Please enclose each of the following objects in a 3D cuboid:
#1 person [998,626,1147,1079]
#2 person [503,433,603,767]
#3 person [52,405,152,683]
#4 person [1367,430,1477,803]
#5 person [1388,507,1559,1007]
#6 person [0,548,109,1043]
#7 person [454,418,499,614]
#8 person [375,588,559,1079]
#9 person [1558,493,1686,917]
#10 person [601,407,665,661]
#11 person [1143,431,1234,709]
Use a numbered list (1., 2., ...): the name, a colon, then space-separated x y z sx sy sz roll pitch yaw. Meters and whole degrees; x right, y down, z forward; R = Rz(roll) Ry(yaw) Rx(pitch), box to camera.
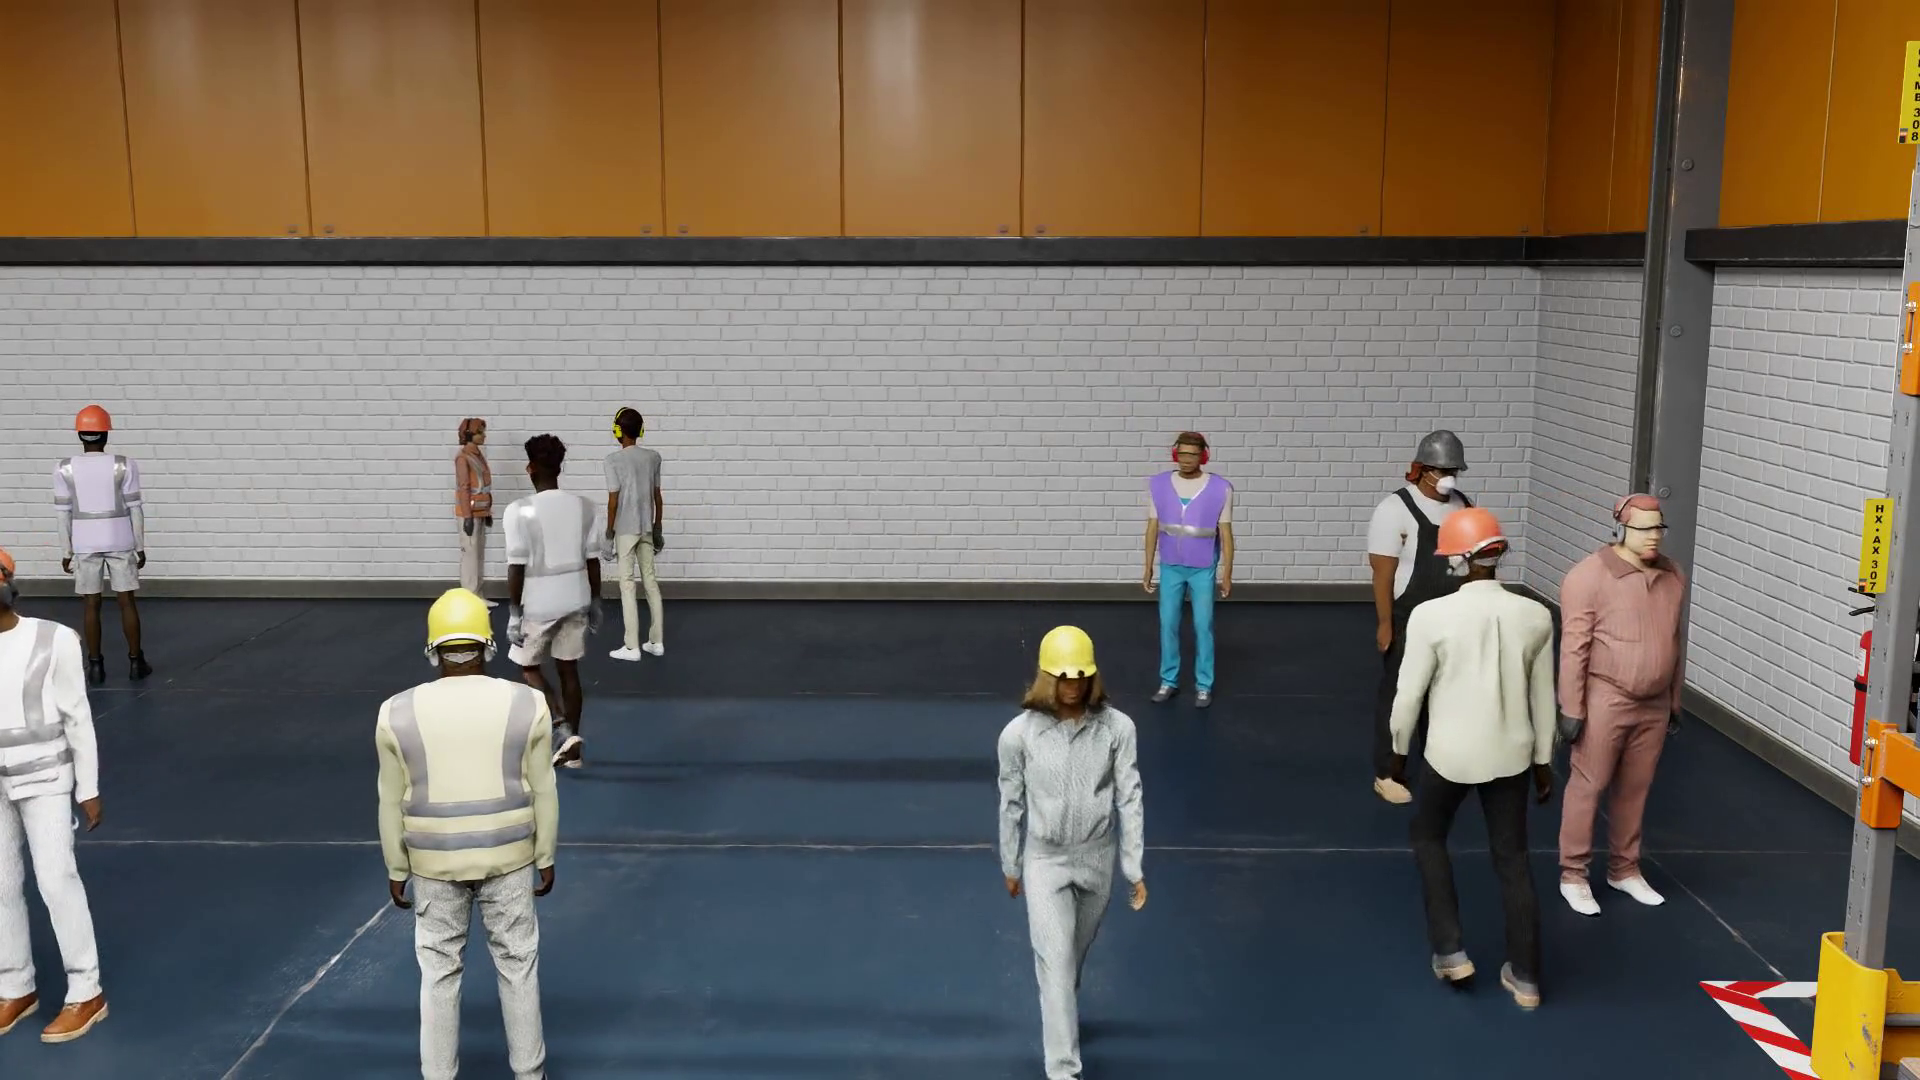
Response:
1. person: 0.376 1.115 5.834 0.487 1.698 0.919 -2 10 -12
2. person: -2.307 0.371 9.519 0.478 1.948 0.624 9 13 44
3. person: -5.973 0.031 11.594 0.544 1.939 0.372 -3 10 -20
4. person: 2.571 0.408 9.030 0.688 2.000 0.536 -4 10 -25
5. person: 2.055 0.853 6.613 0.660 1.953 0.552 -1 10 -8
6. person: -3.571 0.946 6.289 0.619 1.880 0.386 1 9 3
7. person: -4.058 -0.199 13.913 0.317 1.637 0.549 0 9 0
8. person: -1.677 1.073 5.713 0.591 1.823 0.405 -2 10 -14
9. person: 2.995 0.733 7.485 0.651 1.906 0.403 -3 10 -19
10. person: -2.411 -0.045 12.256 0.310 1.868 0.534 9 13 42
11. person: 1.518 0.188 10.974 0.583 1.834 0.408 4 10 22
